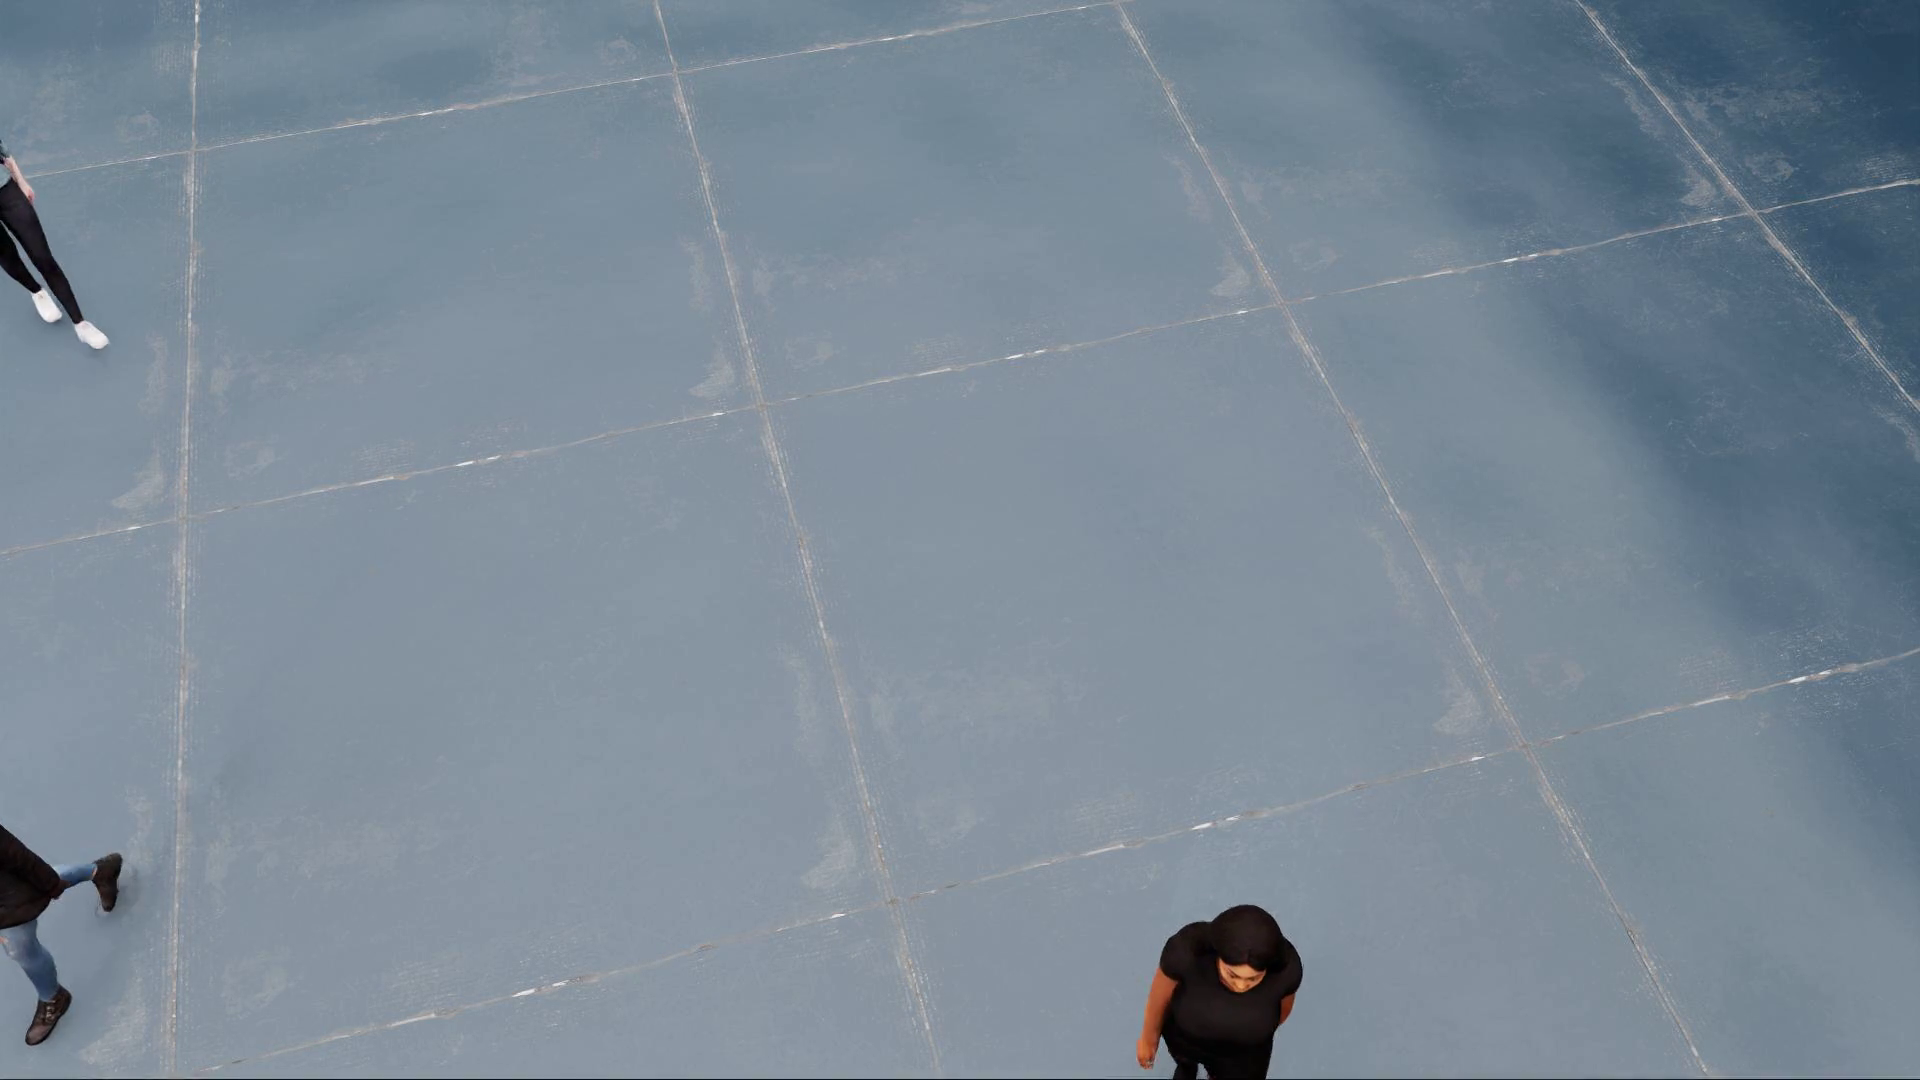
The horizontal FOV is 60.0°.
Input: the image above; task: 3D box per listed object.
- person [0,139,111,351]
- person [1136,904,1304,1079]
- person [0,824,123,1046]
[{"bbox_3d":[-5.103,-1.783,8.694,0.884,1.715,1.046,-38,61,-25],"label":"person"},{"bbox_3d":[0.918,1.655,5.955,0.794,1.837,0.846,13,53,10],"label":"person"},{"bbox_3d":[-3.692,1.247,6.416,0.957,1.607,1.135,13,53,10],"label":"person"}]
